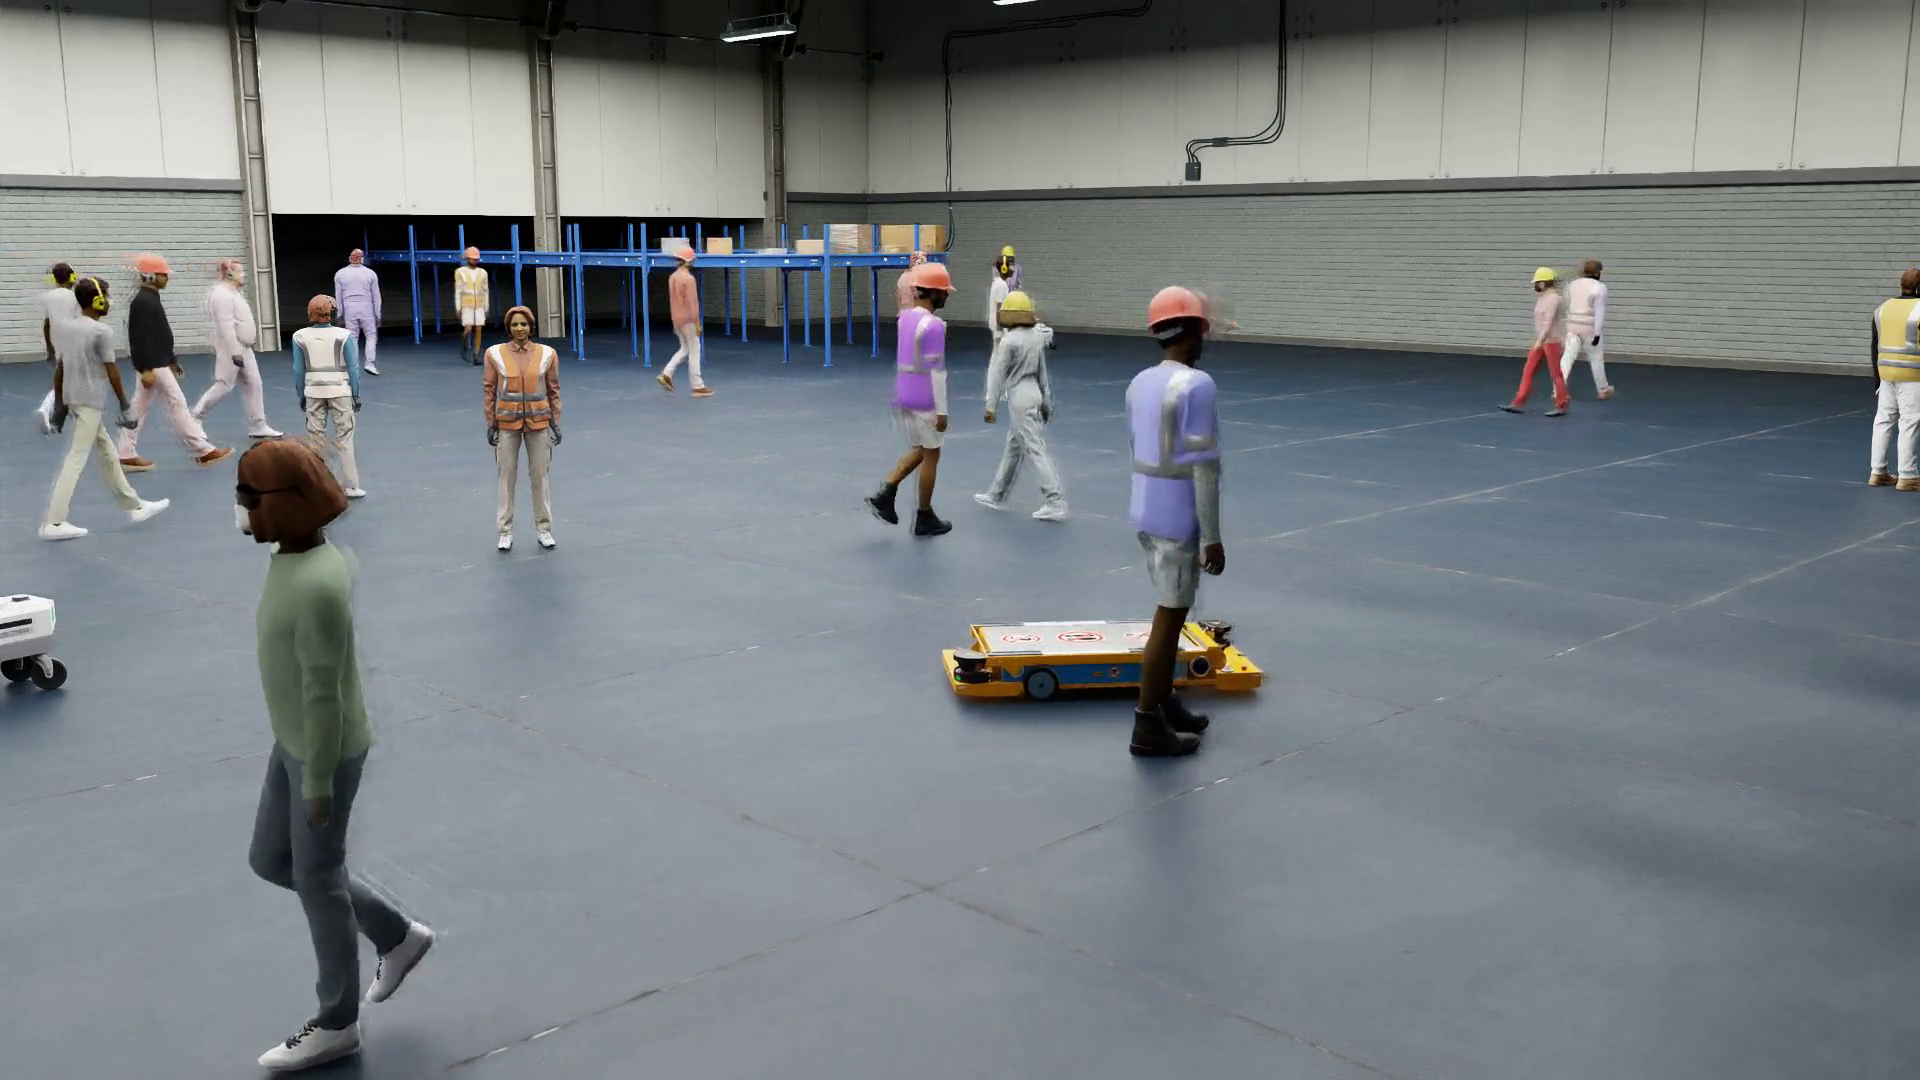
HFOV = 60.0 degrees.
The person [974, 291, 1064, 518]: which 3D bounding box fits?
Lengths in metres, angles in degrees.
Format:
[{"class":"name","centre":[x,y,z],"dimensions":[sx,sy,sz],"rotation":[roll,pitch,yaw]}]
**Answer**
[{"class":"person","centre":[0.459,-1.028,12.595],"dimensions":[0.925,1.690,0.509],"rotation":[7,13,35]}]

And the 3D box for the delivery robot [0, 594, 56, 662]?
[{"class":"delivery robot","centre":[-4.569,0.420,7.651],"dimensions":[0.477,0.478,0.707],"rotation":[6,12,32]}]

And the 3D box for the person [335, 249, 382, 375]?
[{"class":"person","centre":[-9.147,-3.450,25.285],"dimensions":[0.702,1.897,0.471],"rotation":[-2,11,-9]}]

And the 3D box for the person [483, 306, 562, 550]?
[{"class":"person","centre":[-2.957,-0.761,11.264],"dimensions":[0.512,1.642,0.312],"rotation":[-4,11,-19]}]

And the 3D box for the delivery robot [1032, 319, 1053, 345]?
[{"class":"delivery robot","centre":[1.467,-3.890,31.146],"dimensions":[0.477,0.478,0.707],"rotation":[-3,11,-20]}]

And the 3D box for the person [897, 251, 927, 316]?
[{"class":"person","centre":[-0.556,-2.855,21.984],"dimensions":[0.406,1.902,0.638],"rotation":[-6,12,-31]}]

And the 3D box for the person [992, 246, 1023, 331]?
[{"class":"person","centre":[0.919,-4.543,31.189],"dimensions":[0.619,1.896,0.793],"rotation":[-3,11,-14]}]

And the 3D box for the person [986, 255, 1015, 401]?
[{"class":"person","centre":[0.629,-2.689,21.206],"dimensions":[0.673,1.847,0.565],"rotation":[-1,10,-5]}]

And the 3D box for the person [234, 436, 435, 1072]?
[{"class":"person","centre":[-1.625,0.536,4.226],"dimensions":[0.403,1.618,0.528],"rotation":[-6,12,-30]}]

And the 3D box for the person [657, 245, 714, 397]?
[{"class":"person","centre":[-3.602,-2.878,21.873],"dimensions":[0.650,1.980,0.639],"rotation":[-7,12,-34]}]

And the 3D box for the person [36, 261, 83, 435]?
[{"class":"person","centre":[-9.450,-2.007,17.530],"dimensions":[0.525,1.844,0.759],"rotation":[1,10,7]}]

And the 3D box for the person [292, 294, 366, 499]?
[{"class":"person","centre":[-5.056,-1.137,13.326],"dimensions":[0.511,1.640,0.308],"rotation":[-1,10,-3]}]

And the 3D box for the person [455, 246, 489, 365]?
[{"class":"person","centre":[-7.946,-3.822,27.158],"dimensions":[0.553,1.925,0.416],"rotation":[-7,13,-34]}]

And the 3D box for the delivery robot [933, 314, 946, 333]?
[{"class":"delivery robot","centre":[-0.562,-4.303,33.394],"dimensions":[0.477,0.478,0.707],"rotation":[-5,12,-29]}]

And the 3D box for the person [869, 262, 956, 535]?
[{"class":"person","centre":[-0.292,-0.985,11.717],"dimensions":[0.540,1.922,0.574],"rotation":[-6,12,-29]}]

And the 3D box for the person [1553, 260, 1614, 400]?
[{"class":"person","centre":[8.080,-2.697,21.438],"dimensions":[0.986,1.793,0.639],"rotation":[-7,12,-33]}]

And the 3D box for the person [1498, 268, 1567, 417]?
[{"class":"person","centre":[6.764,-2.305,19.462],"dimensions":[0.853,1.726,0.527],"rotation":[-1,10,-6]}]

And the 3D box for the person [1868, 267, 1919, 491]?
[{"class":"person","centre":[7.941,-1.352,13.943],"dimensions":[0.429,1.843,0.633],"rotation":[-3,11,-17]}]

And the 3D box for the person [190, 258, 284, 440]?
[{"class":"person","centre":[-7.622,-1.980,17.269],"dimensions":[0.890,1.880,0.627],"rotation":[-1,10,-6]}]

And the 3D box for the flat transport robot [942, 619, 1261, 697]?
[{"class":"flat transport robot","centre":[0.656,0.553,7.957],"dimensions":[1.431,0.197,0.652],"rotation":[-1,10,-6]}]

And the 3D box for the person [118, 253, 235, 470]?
[{"class":"person","centre":[-7.184,-1.602,15.015],"dimensions":[1.017,1.937,0.631],"rotation":[-5,12,-26]}]

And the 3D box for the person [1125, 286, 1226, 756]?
[{"class":"person","centre":[0.891,-0.063,6.819],"dimensions":[0.403,1.899,0.568],"rotation":[-4,11,-19]}]

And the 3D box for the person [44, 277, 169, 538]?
[{"class":"person","centre":[-6.153,-0.951,11.845],"dimensions":[0.489,1.803,1.000],"rotation":[7,12,32]}]
